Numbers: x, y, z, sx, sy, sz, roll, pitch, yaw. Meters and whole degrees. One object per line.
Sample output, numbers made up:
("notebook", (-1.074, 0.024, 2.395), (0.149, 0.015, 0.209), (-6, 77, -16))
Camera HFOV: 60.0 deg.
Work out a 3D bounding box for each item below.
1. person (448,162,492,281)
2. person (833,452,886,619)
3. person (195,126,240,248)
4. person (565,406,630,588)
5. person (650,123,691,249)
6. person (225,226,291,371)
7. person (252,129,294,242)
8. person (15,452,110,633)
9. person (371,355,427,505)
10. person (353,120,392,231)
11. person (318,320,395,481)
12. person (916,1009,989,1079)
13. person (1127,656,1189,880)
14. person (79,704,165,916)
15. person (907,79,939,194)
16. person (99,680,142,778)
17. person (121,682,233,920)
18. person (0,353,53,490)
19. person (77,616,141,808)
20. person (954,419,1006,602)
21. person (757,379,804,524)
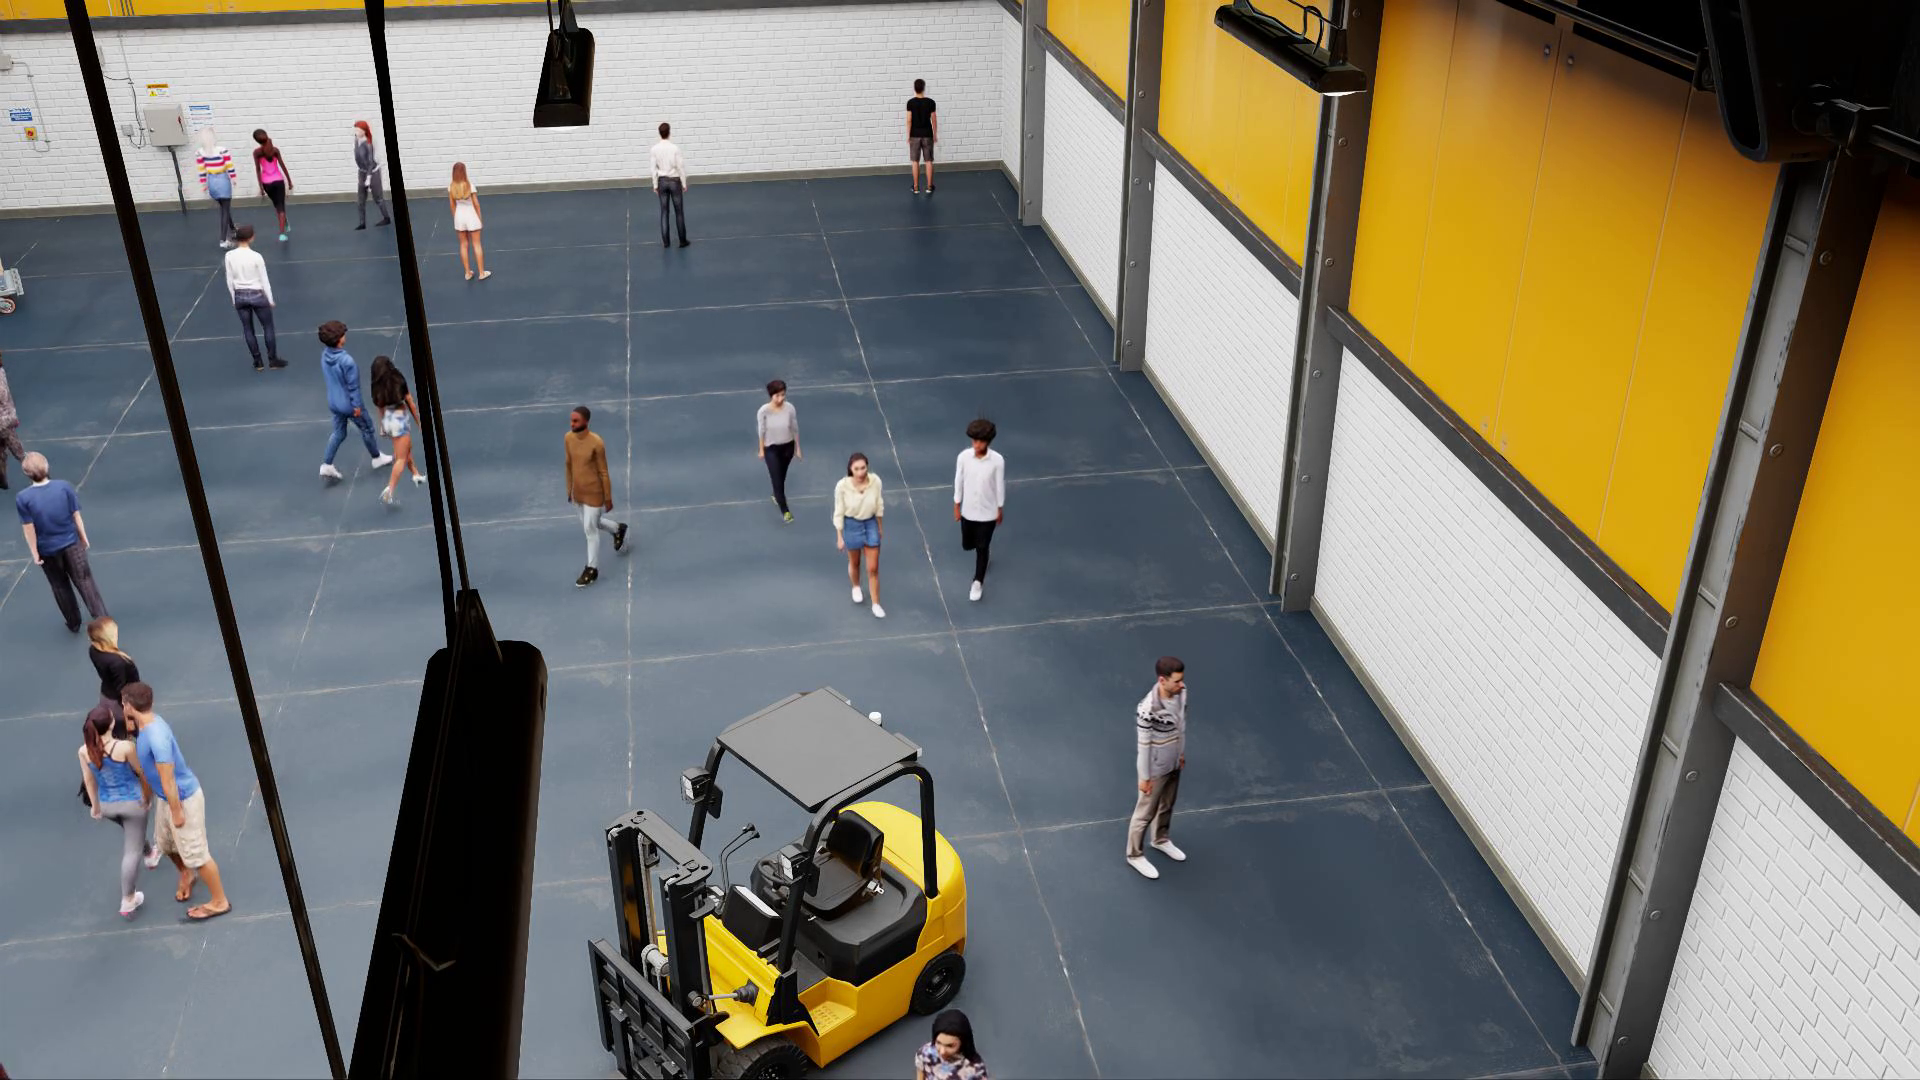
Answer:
("person", (-7.049, -4.562, 23.768), (0.629, 1.696, 0.639), (3, 29, 5))
("person", (-0.961, -0.120, 15.718), (0.687, 1.607, 0.941), (-7, 29, -13))
("person", (-11.143, -5.270, 24.993), (0.812, 1.765, 1.163), (0, 29, 0))
("person", (-3.552, -0.491, 16.200), (1.055, 1.796, 1.186), (14, 32, 24))
("person", (-4.363, -5.326, 24.987), (0.717, 1.869, 0.621), (2, 29, 3))
("person", (-8.870, -3.020, 20.778), (0.686, 1.852, 0.636), (-8, 30, -15))
("person", (-10.406, -5.333, 25.213), (0.690, 1.666, 1.189), (-7, 29, -13))
("person", (-8.128, 0.095, 15.068), (0.967, 1.852, 1.118), (-23, 36, -35))
("person", (-5.983, -1.121, 17.584), (0.912, 1.578, 1.105), (9, 30, 16))
("person", (-9.102, -5.649, 25.729), (1.025, 1.727, 0.971), (-24, 37, -37))
("person", (-6.733, -1.481, 18.028), (1.112, 1.783, 1.217), (15, 32, 25))
("person", (0.004, 3.286, 9.387), (0.916, 1.689, 1.203), (7, 29, 13))
("person", (1.473, 1.624, 12.268), (0.795, 1.848, 0.755), (22, 35, 34))
("person", (-6.032, 1.957, 11.951), (0.706, 1.567, 1.076), (0, 29, 1))
("person", (-0.640, -6.677, 27.473), (0.692, 1.861, 0.612), (-2, 29, -3))
("person", (-6.736, 1.420, 13.429), (0.569, 1.095, 0.758), (-11, 31, -20))
("person", (-5.620, 1.815, 11.939), (0.768, 1.828, 0.897), (22, 35, 34))
("person", (-10.101, -1.240, 17.695), (0.769, 1.680, 1.023), (0, 29, 0))
("person", (-6.609, 1.375, 12.934), (0.982, 1.649, 1.037), (19, 34, 31))
("person", (0.198, -0.345, 15.937), (0.874, 1.792, 1.076), (6, 29, 10))
("person", (-1.916, -0.982, 17.402), (0.727, 1.508, 1.077), (-12, 31, -20))
